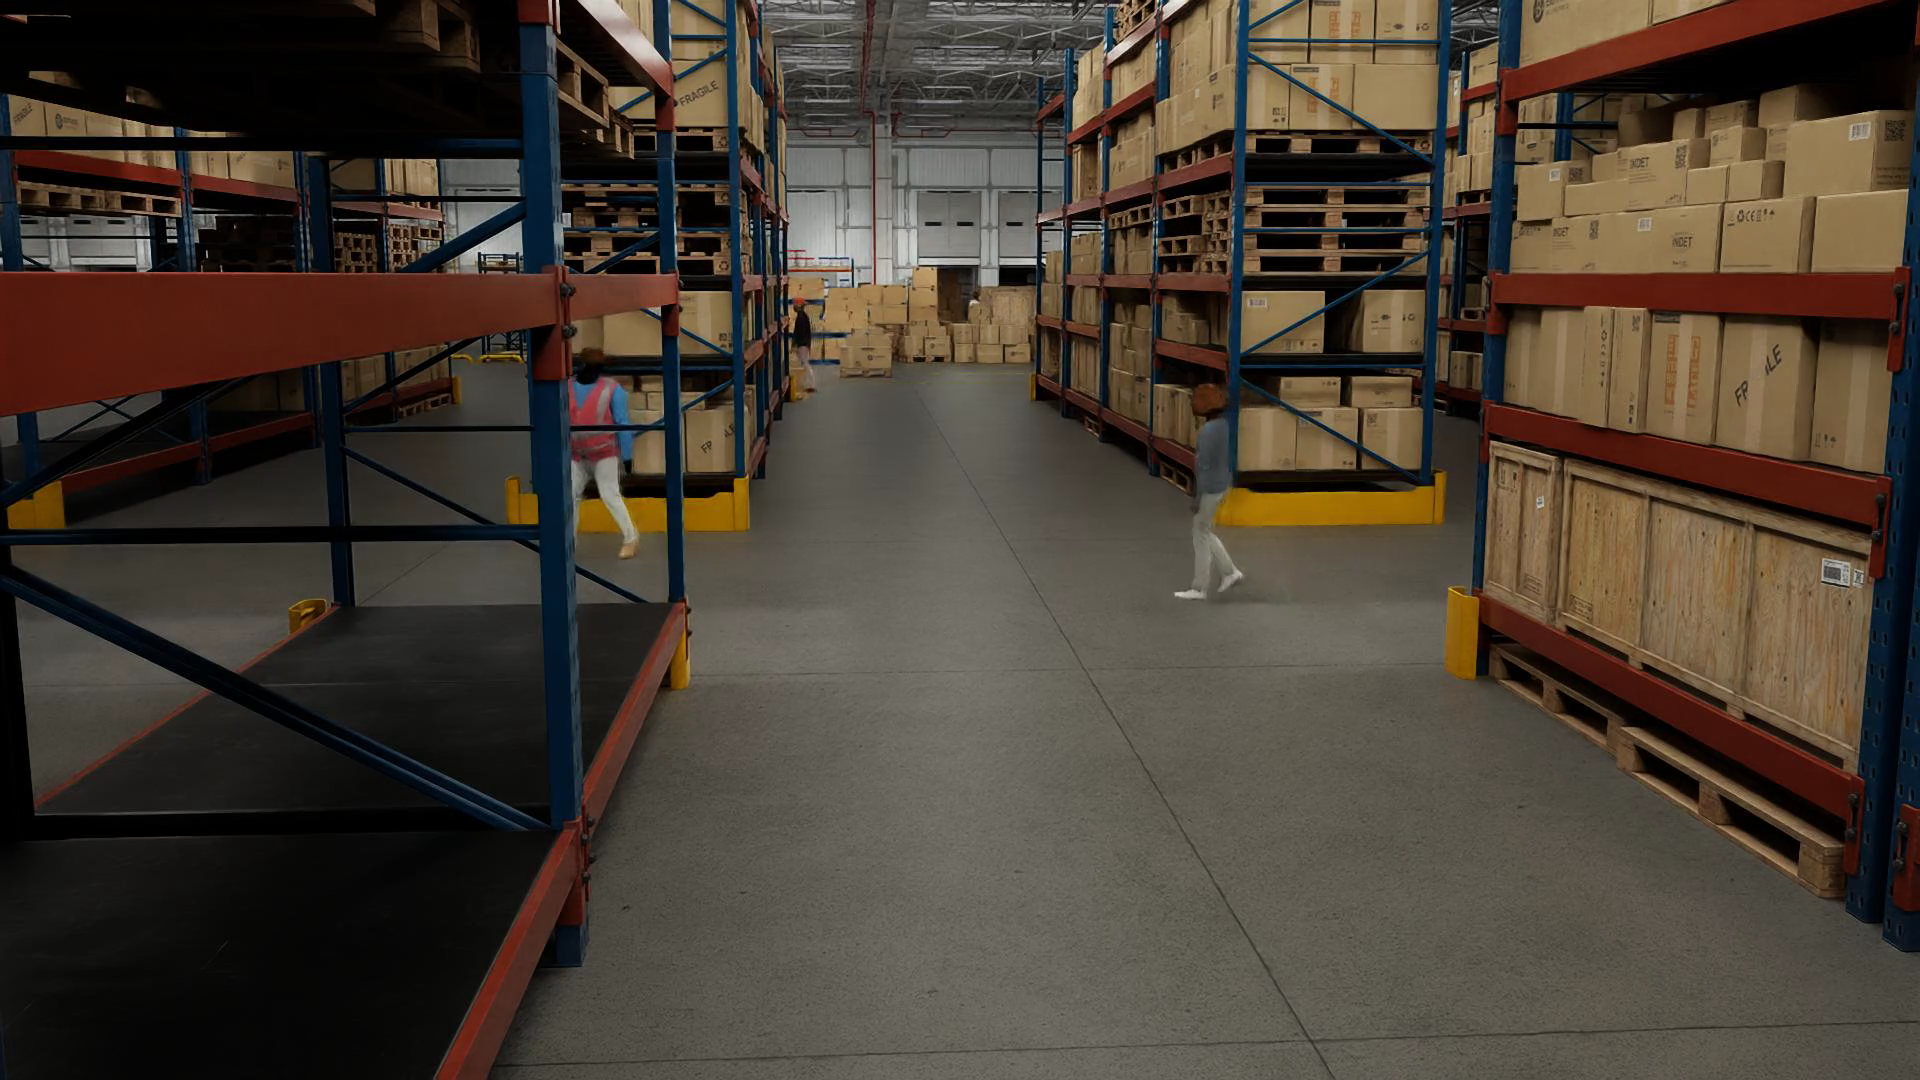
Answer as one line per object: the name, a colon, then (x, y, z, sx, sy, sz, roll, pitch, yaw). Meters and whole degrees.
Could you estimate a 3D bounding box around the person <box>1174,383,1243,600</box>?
person: (1.827, -0.348, 12.237, 0.394, 1.614, 0.524, 4, 10, 26)

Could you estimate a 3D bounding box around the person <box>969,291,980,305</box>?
person: (0.449, -6.505, 49.925, 0.376, 1.940, 0.629, -3, 10, -20)

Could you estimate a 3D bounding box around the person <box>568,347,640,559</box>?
person: (-3.119, -0.714, 13.985, 0.728, 1.821, 0.592, 2, 9, 11)

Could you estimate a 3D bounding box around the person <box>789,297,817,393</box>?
person: (-3.333, -3.957, 33.836, 0.924, 1.952, 0.624, 1, 9, 3)
